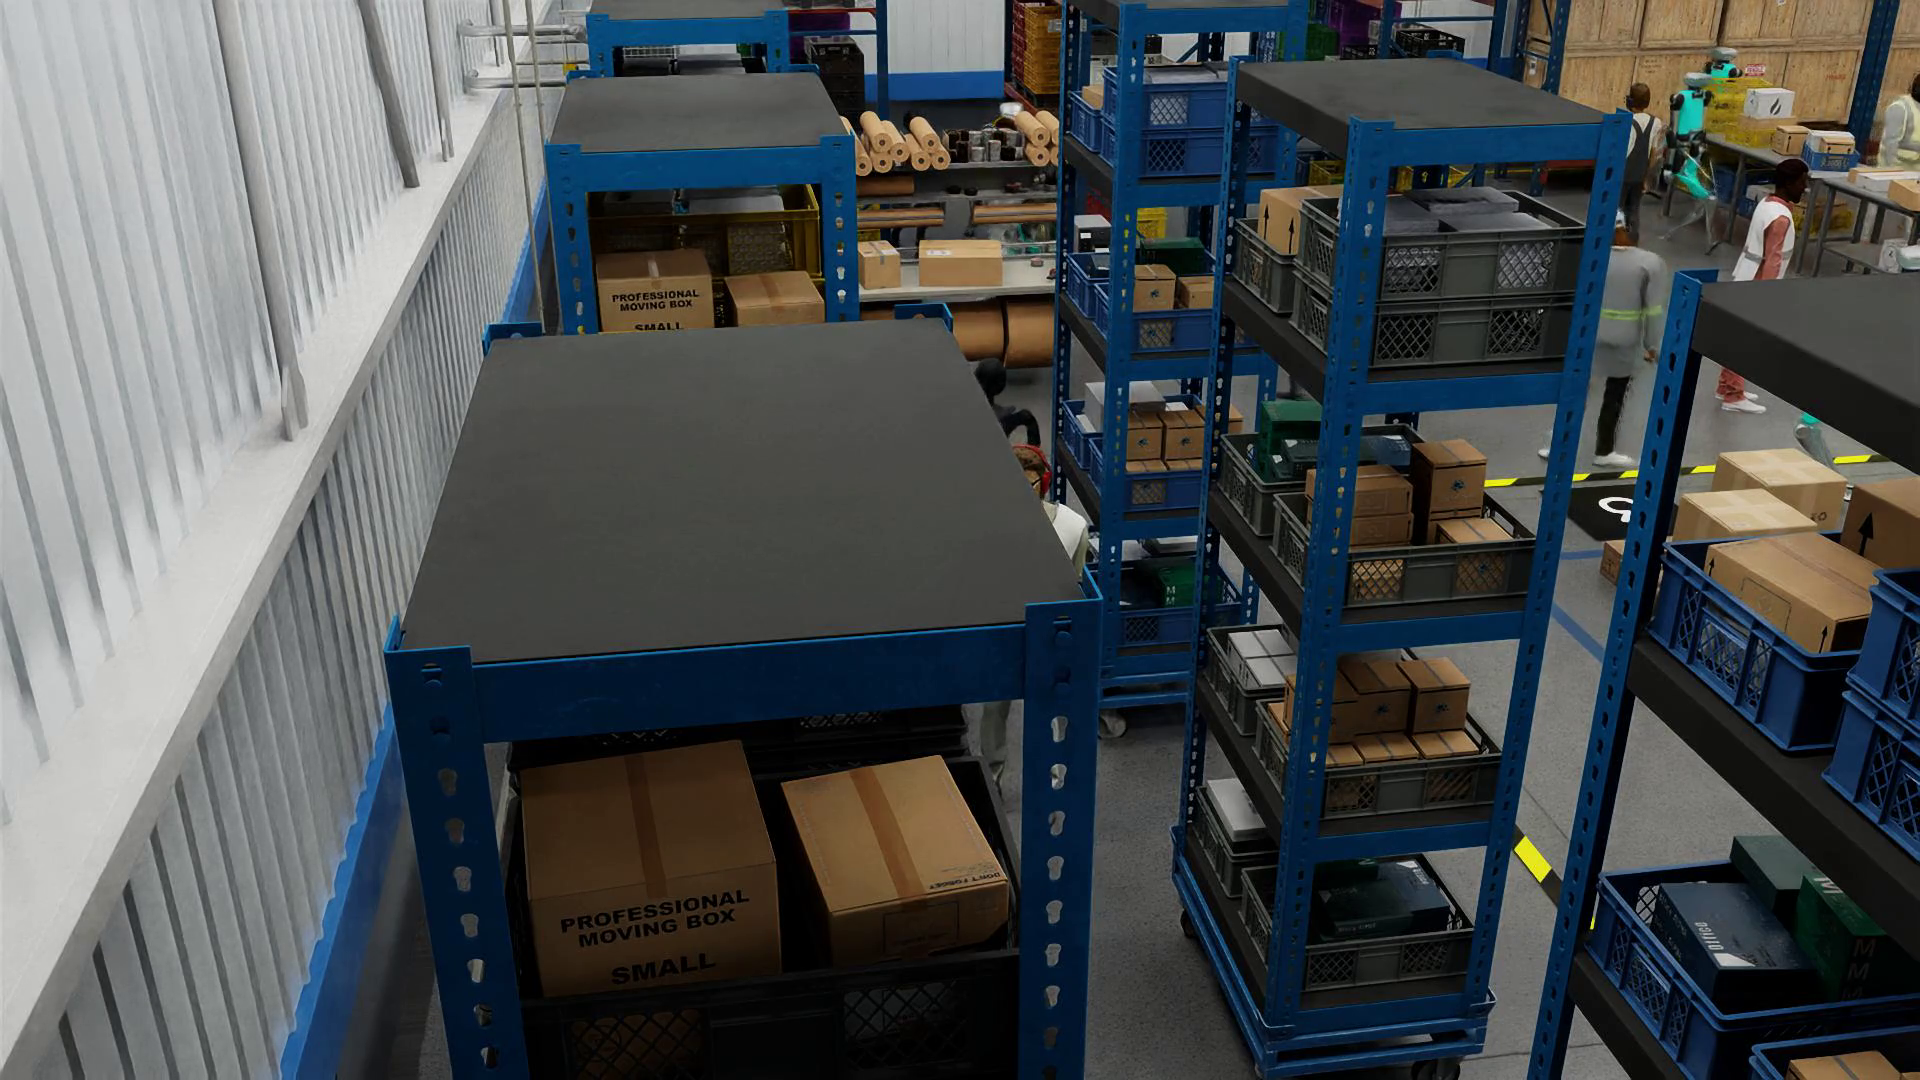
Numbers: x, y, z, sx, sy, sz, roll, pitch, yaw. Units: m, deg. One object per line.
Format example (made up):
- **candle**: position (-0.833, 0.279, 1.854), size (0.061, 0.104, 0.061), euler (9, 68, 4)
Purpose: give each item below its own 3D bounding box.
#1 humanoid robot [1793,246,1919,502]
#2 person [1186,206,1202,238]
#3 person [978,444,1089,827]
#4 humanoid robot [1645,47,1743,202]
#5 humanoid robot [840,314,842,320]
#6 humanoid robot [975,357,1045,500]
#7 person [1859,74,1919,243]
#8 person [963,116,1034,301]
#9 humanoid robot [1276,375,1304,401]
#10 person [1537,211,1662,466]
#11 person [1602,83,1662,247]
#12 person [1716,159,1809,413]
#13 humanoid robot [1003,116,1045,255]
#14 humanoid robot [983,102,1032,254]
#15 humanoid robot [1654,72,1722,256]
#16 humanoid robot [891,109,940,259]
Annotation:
- **humanoid robot**: position (5.770, -1.102, 10.781), size (0.735, 1.674, 0.533), euler (15, 28, 29)
- **person**: position (2.269, -3.454, 16.096), size (0.324, 1.700, 0.632), euler (2, 25, 5)
- **person**: position (0.278, 0.425, 7.486), size (0.565, 1.846, 0.390), euler (5, 25, 10)
- **humanoid robot**: position (8.089, -4.572, 18.548), size (1.018, 1.775, 0.532), euler (-5, 25, -11)
- **humanoid robot**: position (-1.237, -2.297, 13.571), size (1.046, 1.750, 0.549), euler (-4, 25, -8)
- **humanoid robot**: position (0.172, -0.171, 8.982), size (0.615, 1.637, 0.512), euler (4, 25, 8)
- **person**: position (9.426, -3.700, 16.505), size (0.648, 1.810, 0.858), euler (-9, 26, -19)
- **person**: position (0.330, -2.737, 14.393), size (0.510, 1.824, 0.932), euler (-15, 29, -29)
- **humanoid robot**: position (2.640, -1.856, 12.647), size (0.417, 1.650, 0.583), euler (15, 28, 29)
- **person**: position (4.415, -1.360, 11.411), size (0.668, 1.817, 0.429), euler (12, 27, 25)
- **person**: position (6.321, -3.399, 15.801), size (0.507, 1.846, 0.346), euler (-7, 26, -14)
- **person**: position (6.005, -1.905, 12.484), size (0.394, 1.911, 0.580), euler (8, 26, 16)
- **humanoid robot**: position (0.541, -2.737, 14.555), size (0.548, 1.822, 0.793), euler (-9, 26, -18)
- **humanoid robot**: position (0.461, -3.279, 15.683), size (0.541, 1.768, 0.838), euler (-2, 25, -3)
- **humanoid robot**: position (7.521, -3.751, 16.717), size (0.532, 1.768, 0.961), euler (-14, 28, -27)
- **humanoid robot**: position (-0.472, -3.233, 15.692), size (0.599, 1.617, 0.764), euler (-4, 25, -9)
